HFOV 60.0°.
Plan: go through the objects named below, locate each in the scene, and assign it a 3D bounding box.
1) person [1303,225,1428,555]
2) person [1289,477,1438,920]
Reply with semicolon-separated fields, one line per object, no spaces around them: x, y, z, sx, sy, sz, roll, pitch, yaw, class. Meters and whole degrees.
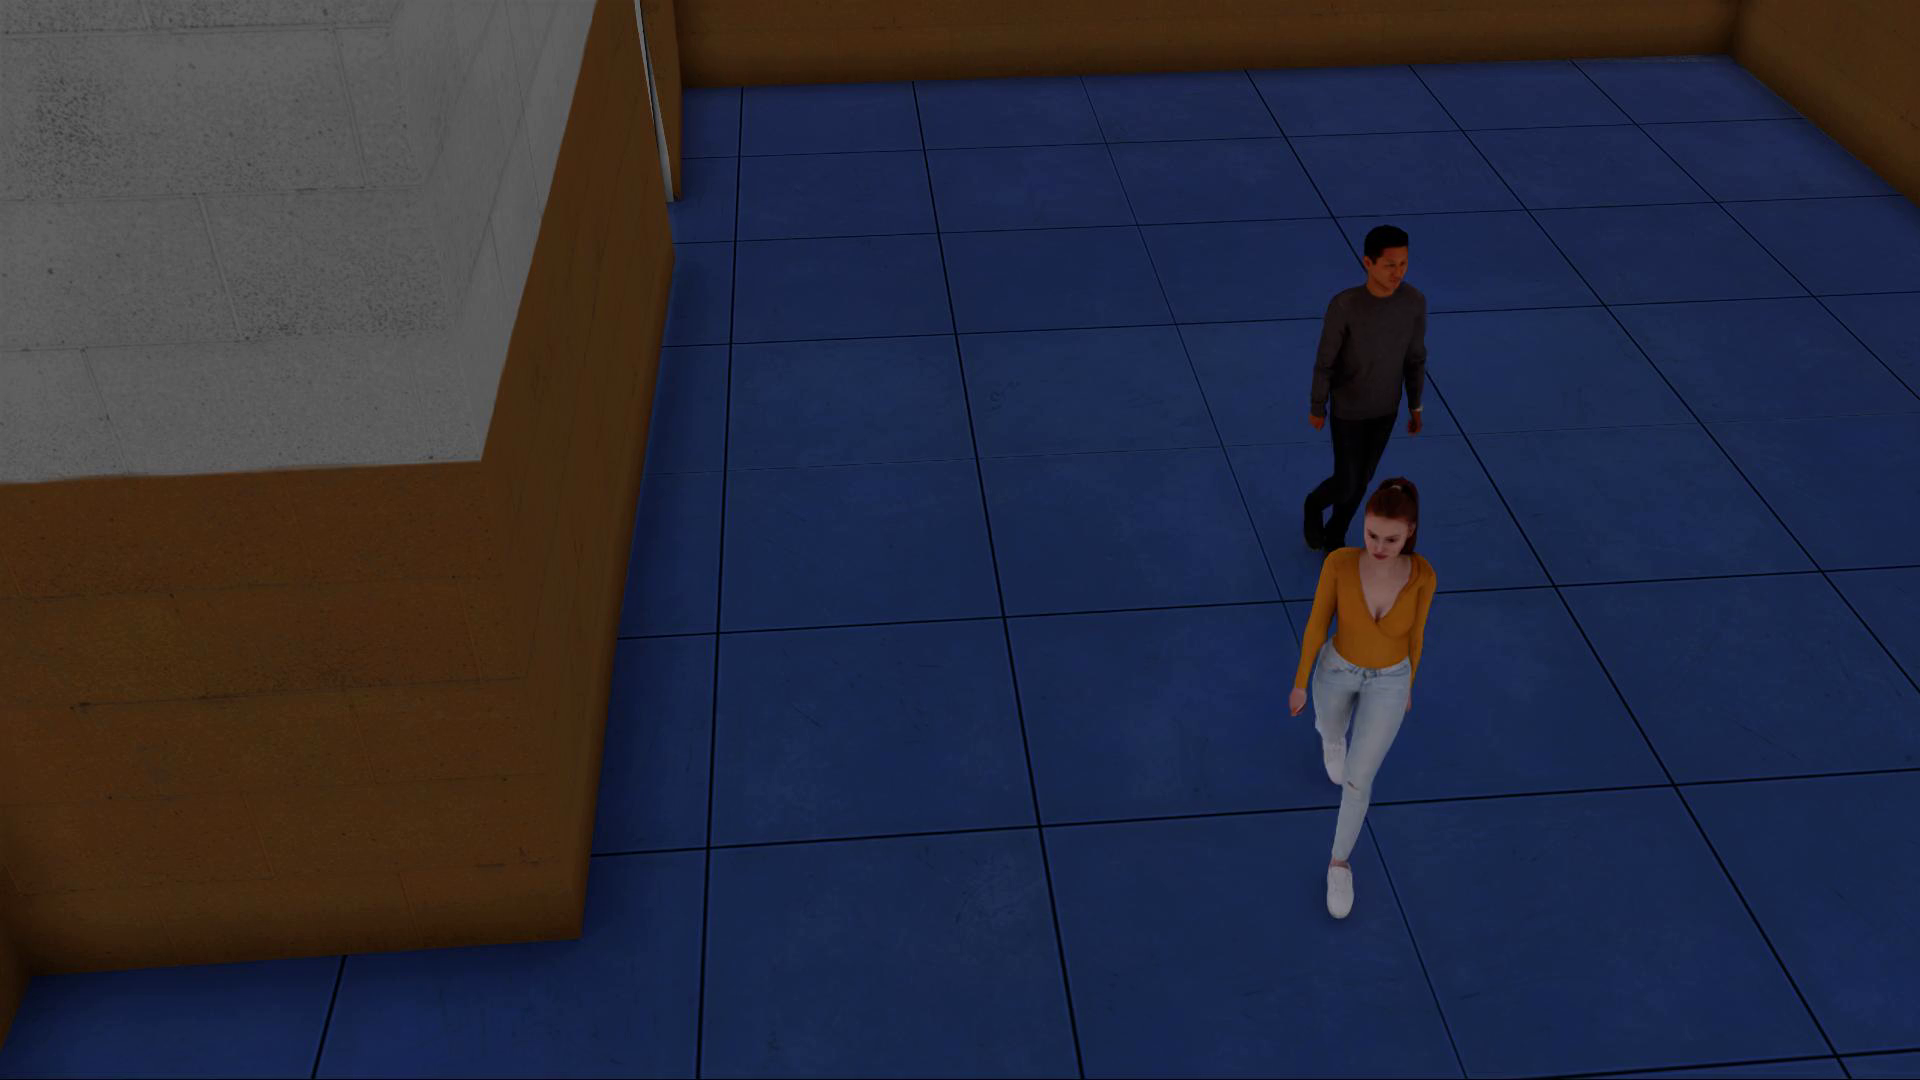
1.833;-0.660;7.691;0.683;1.758;0.786;11;38;14;person
1.480;0.478;6.213;1.179;1.713;0.897;6;37;8;person
